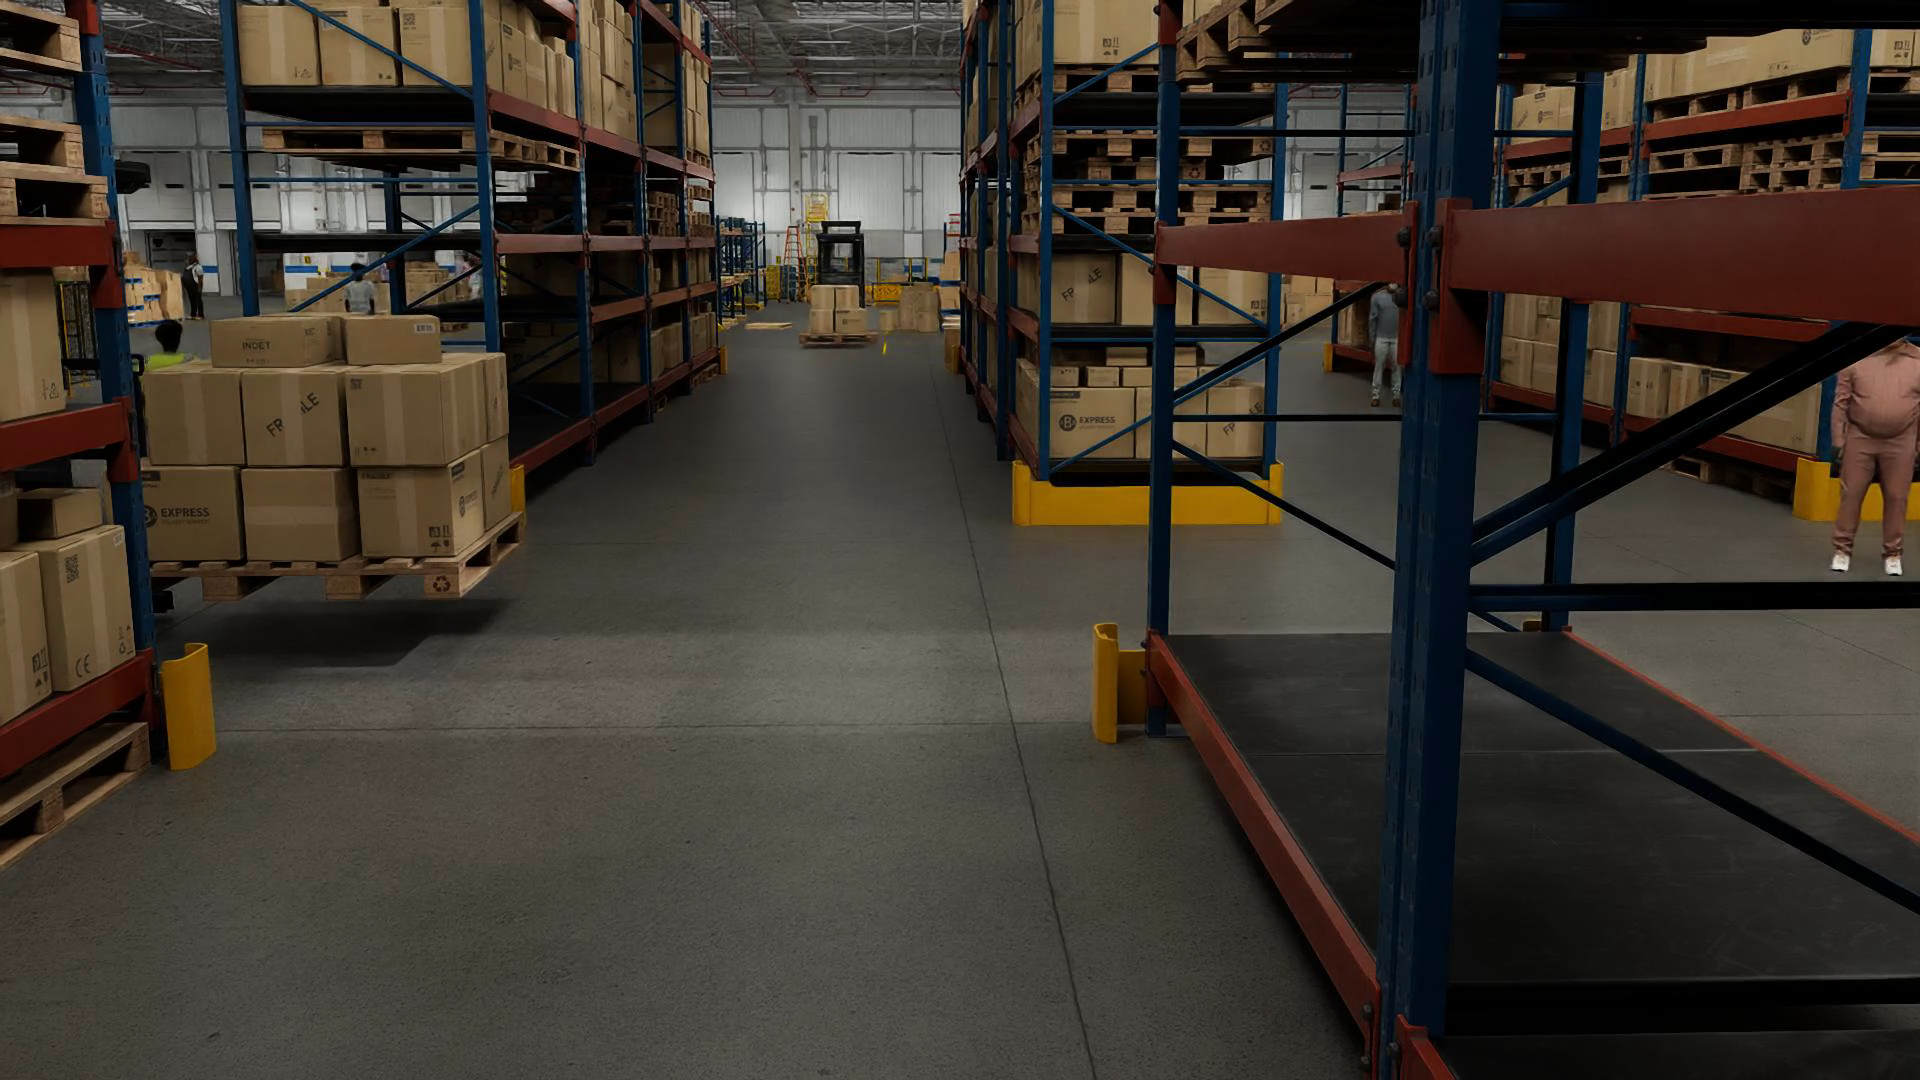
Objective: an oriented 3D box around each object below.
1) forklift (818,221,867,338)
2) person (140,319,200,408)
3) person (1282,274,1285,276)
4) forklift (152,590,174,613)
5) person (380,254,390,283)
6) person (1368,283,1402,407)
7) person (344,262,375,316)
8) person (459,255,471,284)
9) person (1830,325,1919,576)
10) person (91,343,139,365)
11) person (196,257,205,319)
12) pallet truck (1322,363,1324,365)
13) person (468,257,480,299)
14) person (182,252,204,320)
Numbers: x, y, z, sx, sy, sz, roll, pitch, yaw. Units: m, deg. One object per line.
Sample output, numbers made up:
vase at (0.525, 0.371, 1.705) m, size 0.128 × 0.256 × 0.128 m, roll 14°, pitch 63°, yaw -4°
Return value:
forklift at (-2.794, -6.156, 39.416) m, size 1.129 × 2.768 × 1.873 m, roll 0°, pitch 10°, yaw -2°
person at (-6.717, -1.046, 14.245) m, size 0.546 × 1.682 × 0.370 m, roll -1°, pitch 10°, yaw -3°
person at (11.428, -8.933, 57.511) m, size 0.632 × 1.940 × 0.368 m, roll -4°, pitch 11°, yaw -21°
forklift at (-5.858, -0.811, 9.639) m, size 1.873 × 2.768 × 1.129 m, roll -1°, pitch 10°, yaw -3°
person at (-21.517, -9.787, 62.336) m, size 0.405 × 1.918 × 0.584 m, roll 0°, pitch 10°, yaw 2°
person at (6.124, -2.859, 23.673) m, size 0.631 × 1.940 × 0.372 m, roll 2°, pitch 10°, yaw 11°
person at (-11.736, -4.452, 32.509) m, size 0.609 × 1.947 × 0.510 m, roll -1°, pitch 10°, yaw -4°
person at (-20.410, -10.913, 68.931) m, size 0.974 × 1.790 × 0.650 m, roll 7°, pitch 13°, yaw 36°
person at (6.501, -0.694, 11.736) m, size 0.652 × 1.898 × 0.397 m, roll 5°, pitch 11°, yaw 26°
person at (-16.030, -4.066, 31.344) m, size 0.872 × 1.598 × 0.537 m, roll -6°, pitch 12°, yaw -30°
person at (-23.056, -7.617, 50.210) m, size 0.369 × 1.929 × 0.542 m, roll -3°, pitch 11°, yaw -17°
pallet truck at (7.712, -4.157, 30.737) m, size 1.885 × 1.965 × 0.823 m, roll 3°, pitch 11°, yaw 16°
person at (-15.137, -7.929, 52.140) m, size 0.755 × 1.861 × 0.608 m, roll -1°, pitch 10°, yaw -5°
person at (-22.994, -7.604, 49.818) m, size 0.673 × 2.000 × 0.536 m, roll 7°, pitch 12°, yaw 34°
